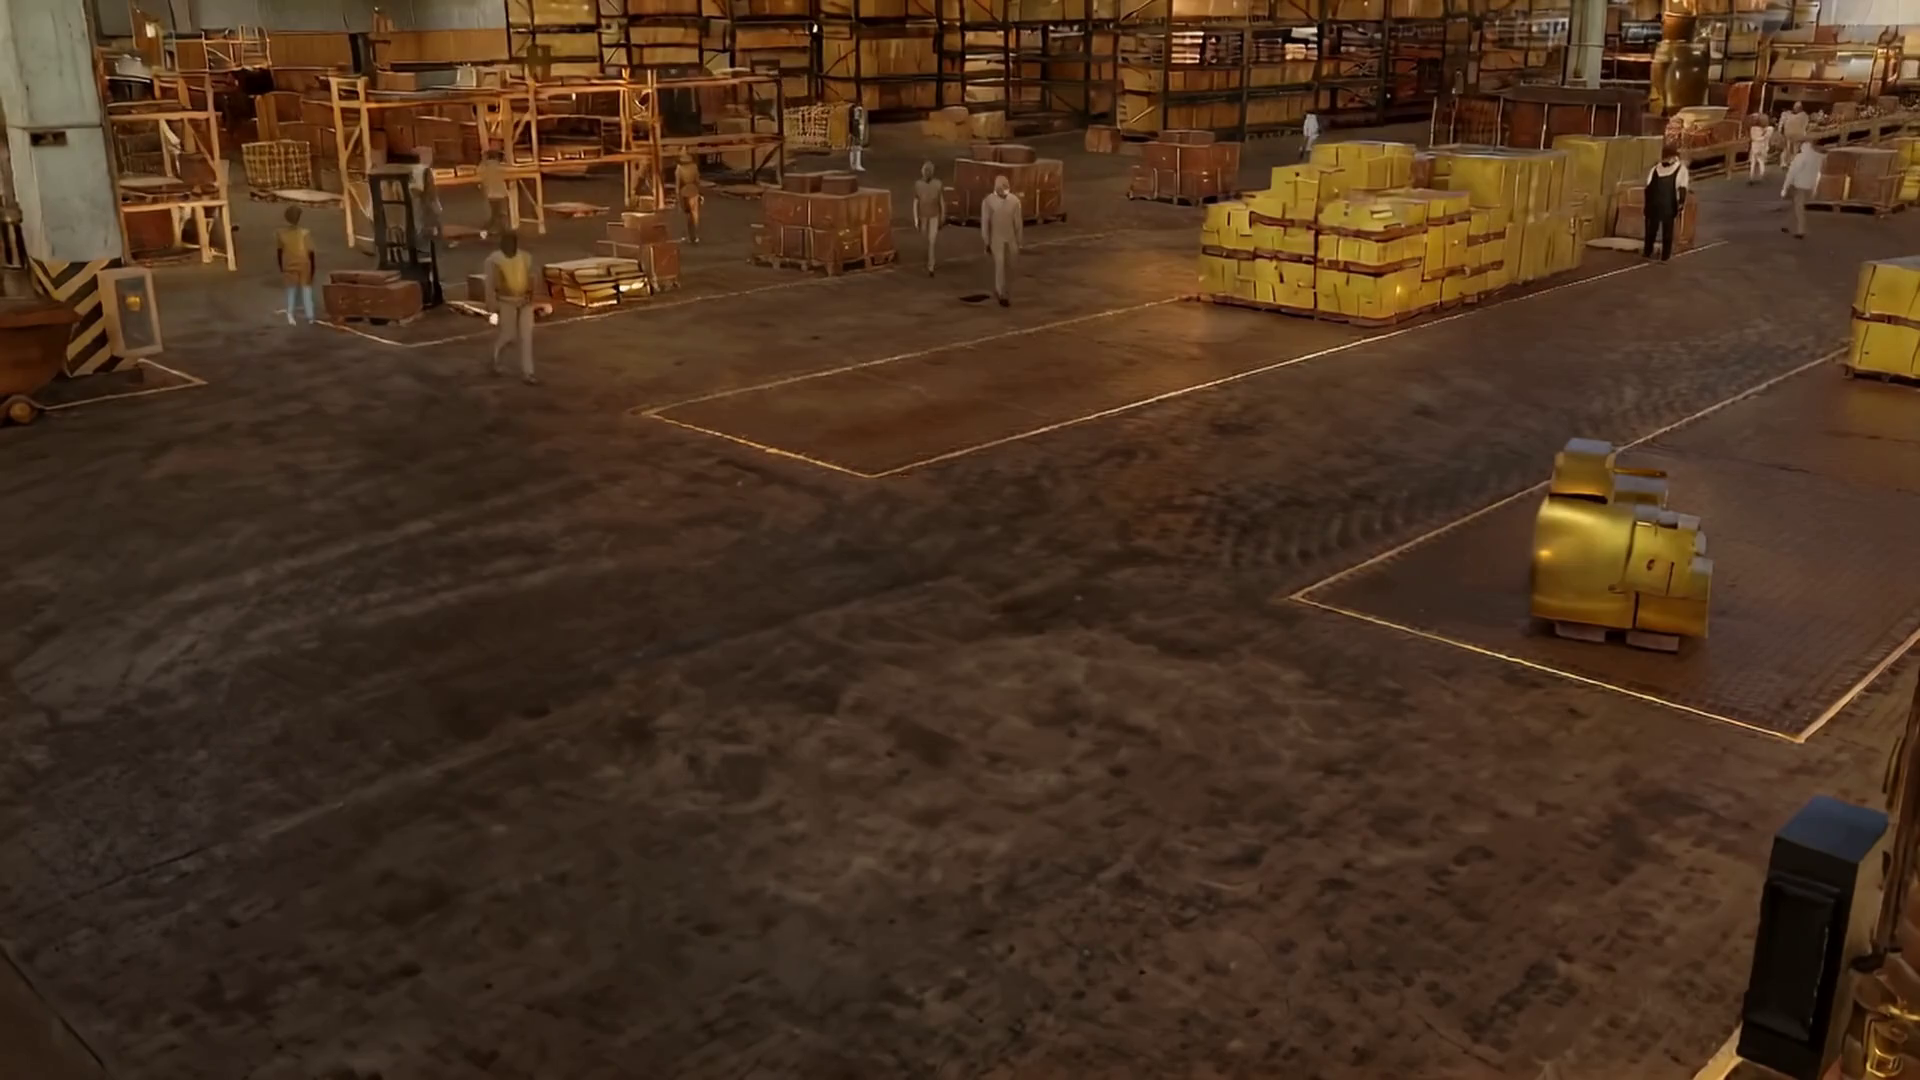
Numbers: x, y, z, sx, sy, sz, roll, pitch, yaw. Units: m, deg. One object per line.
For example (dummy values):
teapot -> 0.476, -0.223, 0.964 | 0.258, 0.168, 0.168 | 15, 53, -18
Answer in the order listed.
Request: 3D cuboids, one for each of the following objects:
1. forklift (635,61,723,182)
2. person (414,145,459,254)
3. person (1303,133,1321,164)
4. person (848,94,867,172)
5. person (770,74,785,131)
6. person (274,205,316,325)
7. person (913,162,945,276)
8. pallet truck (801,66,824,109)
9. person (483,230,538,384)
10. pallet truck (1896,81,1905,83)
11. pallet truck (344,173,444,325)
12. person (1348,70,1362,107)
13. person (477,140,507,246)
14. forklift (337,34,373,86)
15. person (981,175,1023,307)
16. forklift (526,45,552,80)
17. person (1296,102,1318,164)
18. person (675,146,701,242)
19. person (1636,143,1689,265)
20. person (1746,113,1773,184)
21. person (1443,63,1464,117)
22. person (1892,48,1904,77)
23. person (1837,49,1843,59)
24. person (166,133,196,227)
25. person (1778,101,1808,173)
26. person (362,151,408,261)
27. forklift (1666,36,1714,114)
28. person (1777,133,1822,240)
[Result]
forklift -> -6.952, -10.270, 40.722 | 1.129, 2.768, 1.873 | 17, 25, 41
person -> -9.288, -6.026, 29.470 | 0.818, 1.892, 0.614 | -10, 21, -28
person -> 7.189, -7.451, 34.034 | 0.543, 1.711, 0.895 | -10, 21, -29
person -> -2.646, -10.451, 42.708 | 0.377, 1.959, 0.603 | -11, 21, -30
person -> -5.965, -14.368, 54.680 | 0.523, 1.856, 0.703 | -11, 21, -29
person -> -9.225, -3.795, 23.090 | 0.533, 1.675, 0.609 | -2, 18, -5
person -> -0.510, -5.349, 27.551 | 0.525, 1.835, 0.909 | 1, 18, 4
pallet truck -> -4.812, -15.182, 56.903 | 0.823, 1.965, 1.885 | -9, 21, -26
person -> -5.371, -2.803, 19.880 | 0.637, 1.822, 0.748 | -15, 23, -38
pallet truck -> 34.802, -16.331, 61.455 | 0.653, 1.274, 1.630 | 17, 25, 41
pallet truck -> -8.209, -4.181, 23.757 | 0.823, 1.965, 1.885 | 3, 19, 9
person -> 14.325, -16.248, 60.605 | 0.538, 1.676, 0.640 | 17, 25, 42
person -> -8.516, -6.310, 30.319 | 0.524, 1.912, 0.593 | -16, 24, -39
forklift -> -23.335, -18.339, 65.035 | 1.129, 2.768, 1.873 | 17, 25, 41
person -> 0.605, -4.475, 24.759 | 0.635, 1.922, 0.756 | -7, 20, -20
forklift -> -13.217, -14.218, 52.618 | 1.129, 2.768, 1.873 | 17, 25, 41
person -> 8.471, -9.736, 40.664 | 0.996, 1.881, 0.554 | 14, 23, 36
person -> -5.062, -6.420, 30.901 | 0.486, 1.744, 0.294 | -16, 24, -39
person -> 11.939, -5.713, 28.307 | 0.539, 2.000, 0.689 | -17, 25, -42
person -> 19.261, -9.419, 40.030 | 0.505, 1.687, 0.535 | -15, 23, -37
person -> 18.187, -16.545, 61.145 | 0.819, 1.906, 0.626 | 11, 21, 31
person -> 46.444, -23.617, 82.614 | 0.917, 1.799, 0.661 | 7, 20, 19
person -> 41.344, -22.293, 78.358 | 0.409, 1.987, 0.608 | 15, 23, 37
person -> -15.304, -7.094, 32.794 | 0.460, 1.830, 0.549 | 15, 24, 39
person -> 21.350, -10.314, 42.554 | 0.795, 1.811, 0.601 | -16, 24, -40
person -> -9.934, -5.696, 28.484 | 1.008, 1.891, 0.651 | 3, 19, 10
forklift -> 27.341, -17.291, 61.877 | 1.129, 2.768, 1.873 | 17, 25, 41
person -> 15.782, -6.676, 31.349 | 0.641, 1.946, 0.974 | -6, 19, -16
